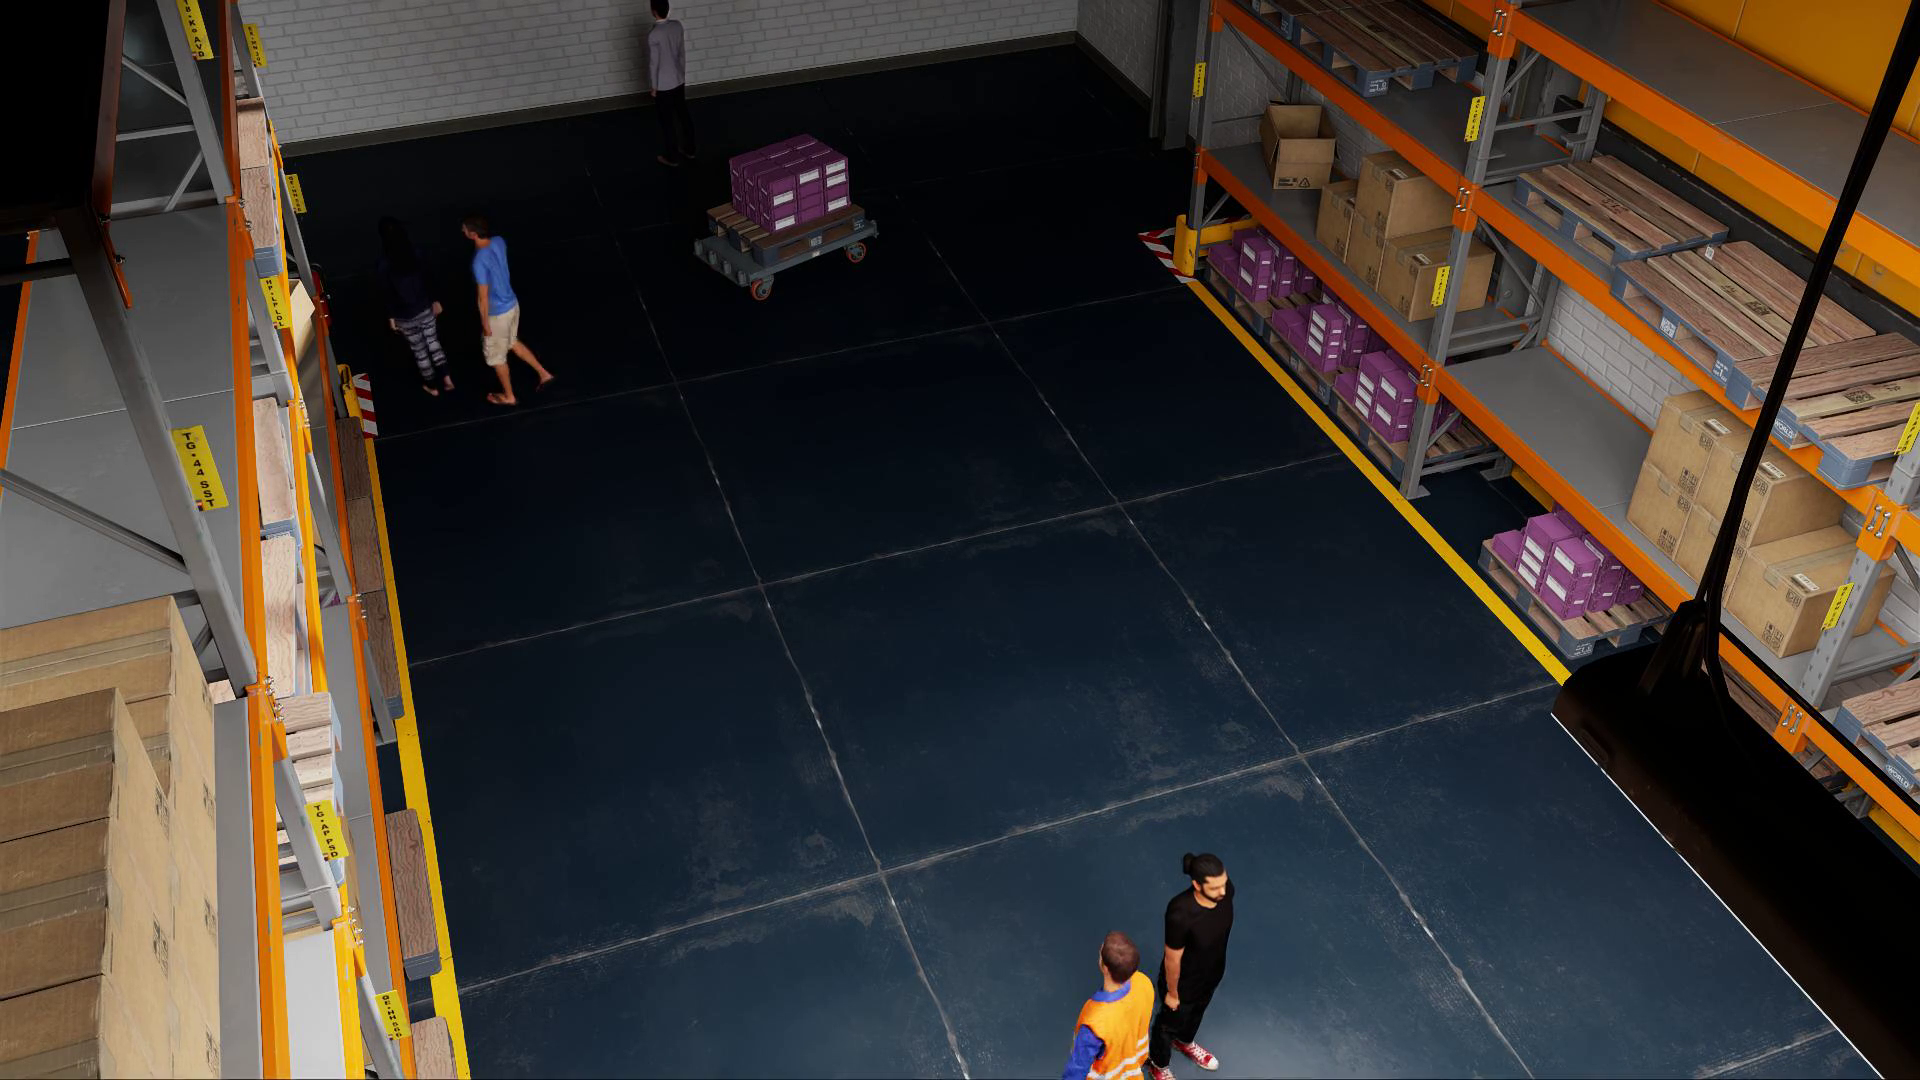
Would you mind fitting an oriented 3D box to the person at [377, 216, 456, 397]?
[{"bbox_3d":[-4.627,-1.954,14.224,0.812,1.725,0.760,31,48,33],"label":"person"}]

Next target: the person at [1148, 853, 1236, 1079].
[{"bbox_3d":[1.237,2.286,8.889,0.707,1.758,0.700,-30,48,-32],"label":"person"}]

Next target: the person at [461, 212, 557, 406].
[{"bbox_3d":[-3.830,-1.942,14.108,0.972,1.852,0.949,9,40,12],"label":"person"}]

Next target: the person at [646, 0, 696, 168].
[{"bbox_3d":[-3.126,-4.936,17.861,0.783,1.848,0.756,22,44,25],"label":"person"}]

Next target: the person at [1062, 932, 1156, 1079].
[{"bbox_3d":[0.812,2.728,8.289,1.286,1.817,1.149,20,43,23],"label":"person"}]
